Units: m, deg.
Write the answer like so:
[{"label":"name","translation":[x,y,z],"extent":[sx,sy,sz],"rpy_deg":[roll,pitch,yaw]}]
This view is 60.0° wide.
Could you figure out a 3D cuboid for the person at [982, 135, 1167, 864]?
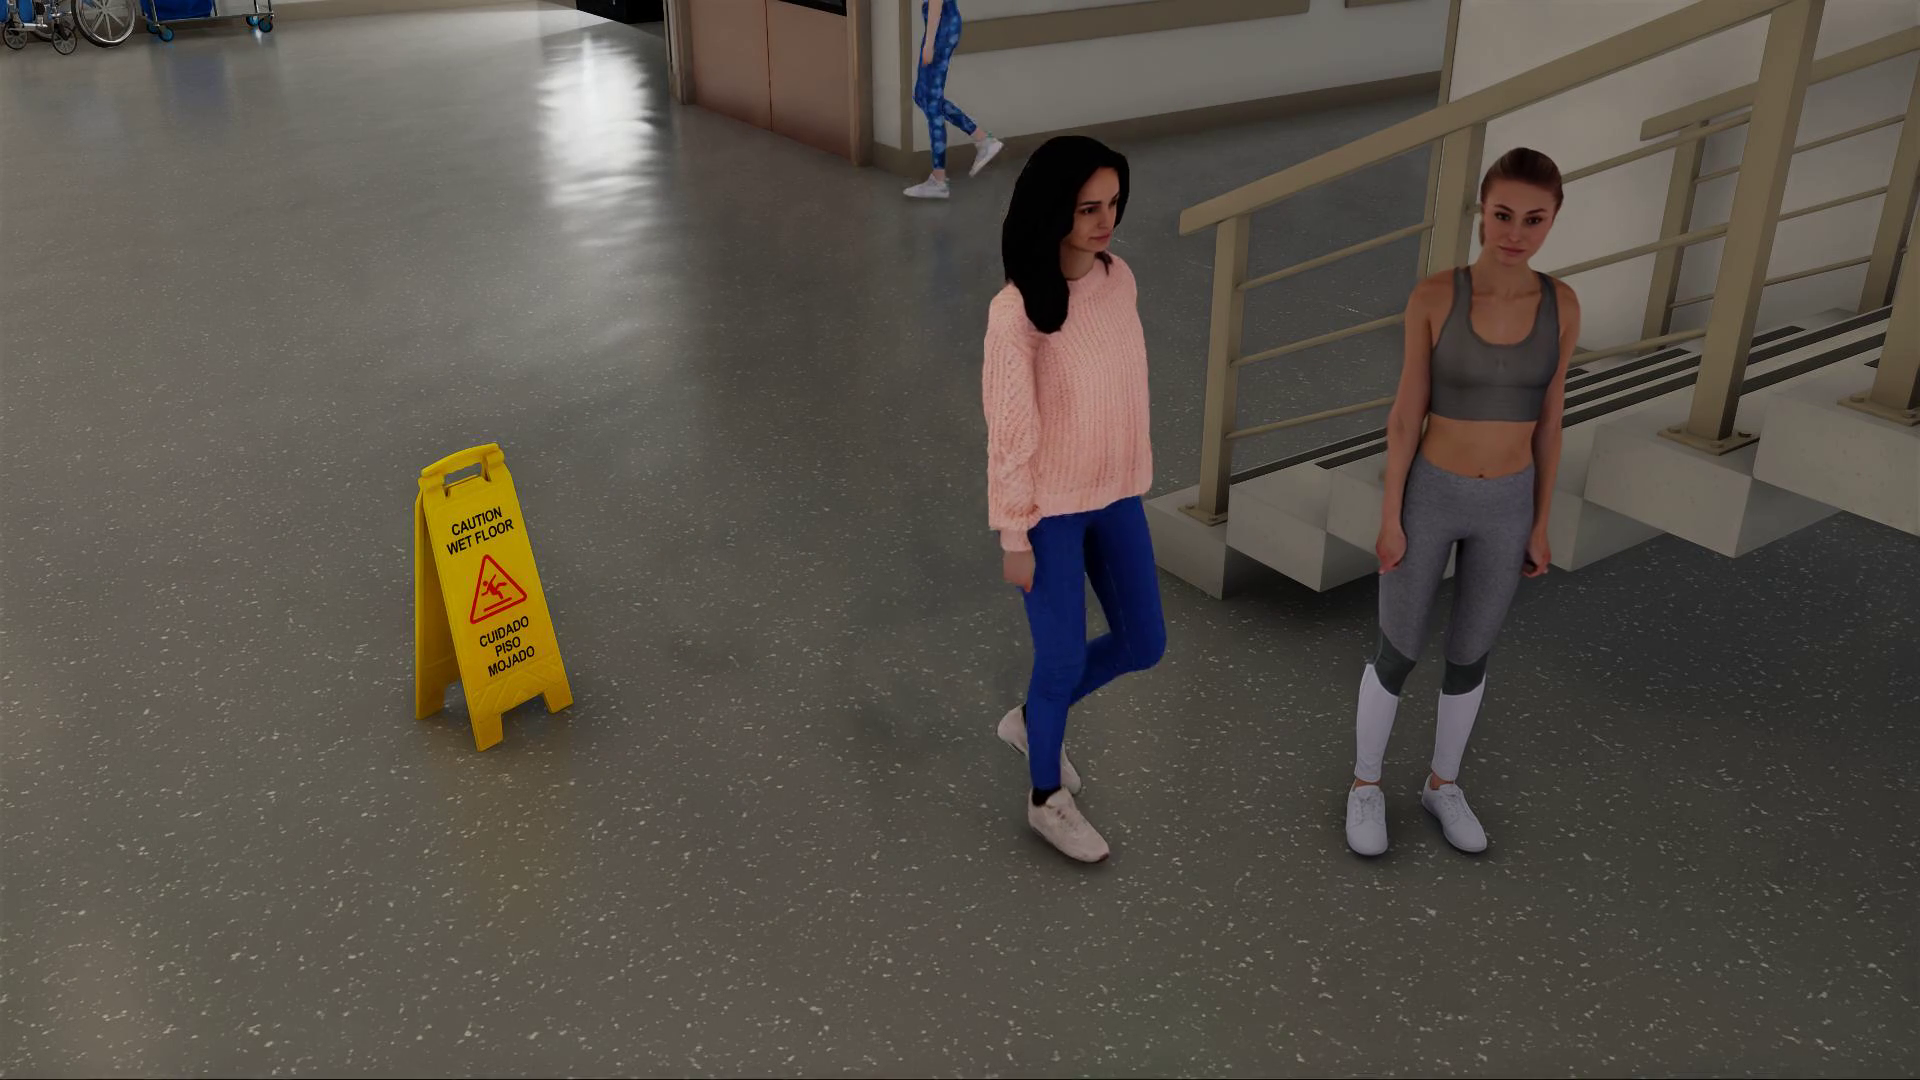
[{"label":"person","translation":[0.181,-0.070,3.813],"extent":[0.695,1.748,0.713],"rpy_deg":[-23,34,-39]}]

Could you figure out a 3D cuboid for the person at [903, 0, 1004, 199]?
[{"label":"person","translation":[-0.024,-2.849,9.546],"extent":[0.901,1.774,0.884],"rpy_deg":[-1,26,-3]}]

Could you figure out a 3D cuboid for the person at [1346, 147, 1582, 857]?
[{"label":"person","translation":[1.153,-0.059,3.838],"extent":[0.646,1.707,0.678],"rpy_deg":[0,26,0]}]
